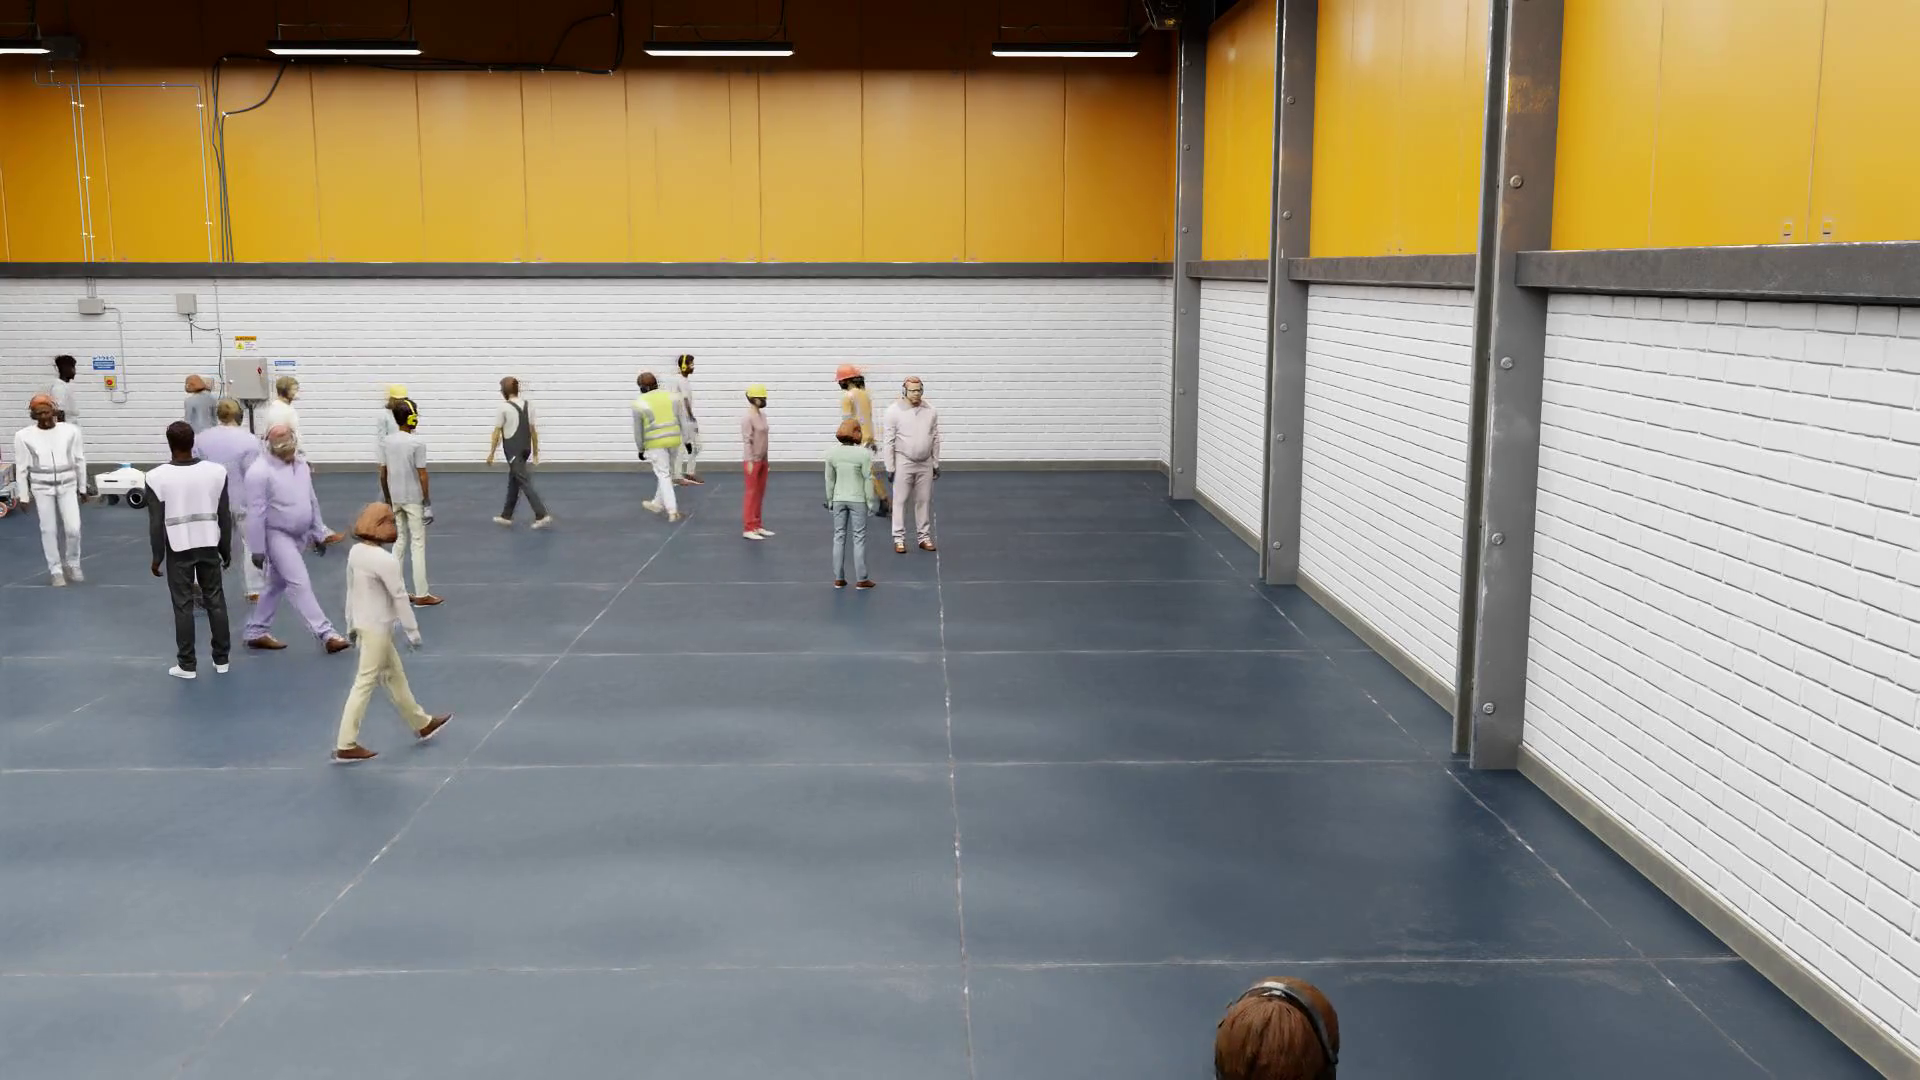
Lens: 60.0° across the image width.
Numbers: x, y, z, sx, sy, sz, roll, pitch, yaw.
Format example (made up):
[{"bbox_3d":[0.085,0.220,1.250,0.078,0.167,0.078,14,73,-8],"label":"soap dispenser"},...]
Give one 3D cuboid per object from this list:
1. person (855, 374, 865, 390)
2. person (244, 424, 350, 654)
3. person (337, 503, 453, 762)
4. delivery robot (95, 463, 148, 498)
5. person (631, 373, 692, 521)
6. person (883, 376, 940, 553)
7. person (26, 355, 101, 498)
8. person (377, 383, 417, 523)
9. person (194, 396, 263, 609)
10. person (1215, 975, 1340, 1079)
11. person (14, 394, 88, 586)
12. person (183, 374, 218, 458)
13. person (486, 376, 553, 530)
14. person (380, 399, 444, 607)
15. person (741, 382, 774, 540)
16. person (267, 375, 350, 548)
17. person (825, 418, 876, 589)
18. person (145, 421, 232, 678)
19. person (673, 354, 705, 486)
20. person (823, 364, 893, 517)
[{"bbox_3d":[-1.352,-1.289,21.403,0.320,1.693,0.539,1,9,3],"label":"person"},{"bbox_3d":[-5.253,-0.005,13.086,1.002,1.829,0.673,2,9,11],"label":"person"},{"bbox_3d":[-3.551,0.556,10.374,0.848,1.583,0.528,-9,13,-42],"label":"person"},{"bbox_3d":[-10.629,-0.742,21.228,0.707,0.478,0.477,0,9,3],"label":"delivery robot"},{"bbox_3d":[-3.671,-1.139,20.222,0.678,1.782,0.818,-7,12,-38],"label":"person"},{"bbox_3d":[-0.499,-0.807,17.812,0.643,1.900,0.404,-5,10,-28],"label":"person"},{"bbox_3d":[-11.816,-1.470,21.813,0.841,1.931,0.627,-4,10,-21],"label":"person"},{"bbox_3d":[-6.604,-0.987,19.487,0.499,1.710,0.818,-9,13,-42],"label":"person"},{"bbox_3d":[-6.524,-0.323,14.799,0.631,1.919,0.833,2,10,13],"label":"person"},{"bbox_3d":[0.509,1.661,3.019,0.625,1.799,0.972,4,10,26],"label":"person"},{"bbox_3d":[-8.628,-0.459,15.811,0.599,1.846,0.520,-7,11,-35],"label":"person"},{"bbox_3d":[-10.211,-1.429,22.479,0.442,1.614,0.516,4,10,22],"label":"person"},{"bbox_3d":[-5.144,-1.015,19.450,0.987,1.801,0.530,6,11,31],"label":"person"},{"bbox_3d":[-4.964,-0.329,14.963,0.512,1.872,0.330,4,10,22],"label":"person"},{"bbox_3d":[-2.273,-0.890,18.728,0.327,1.765,0.533,3,10,18],"label":"person"},{"bbox_3d":[-7.145,-0.827,17.932,0.998,1.887,0.653,-3,10,-17],"label":"person"},{"bbox_3d":[-1.038,-0.346,15.789,0.498,1.633,0.279,4,10,23],"label":"person"},{"bbox_3d":[-5.712,0.073,12.363,0.592,1.916,0.392,-9,13,-43],"label":"person"},{"bbox_3d":[-3.779,-1.665,23.221,0.579,1.847,0.518,0,9,-1],"label":"person"},{"bbox_3d":[-1.215,-1.223,20.449,1.014,1.881,0.593,4,10,22],"label":"person"}]
